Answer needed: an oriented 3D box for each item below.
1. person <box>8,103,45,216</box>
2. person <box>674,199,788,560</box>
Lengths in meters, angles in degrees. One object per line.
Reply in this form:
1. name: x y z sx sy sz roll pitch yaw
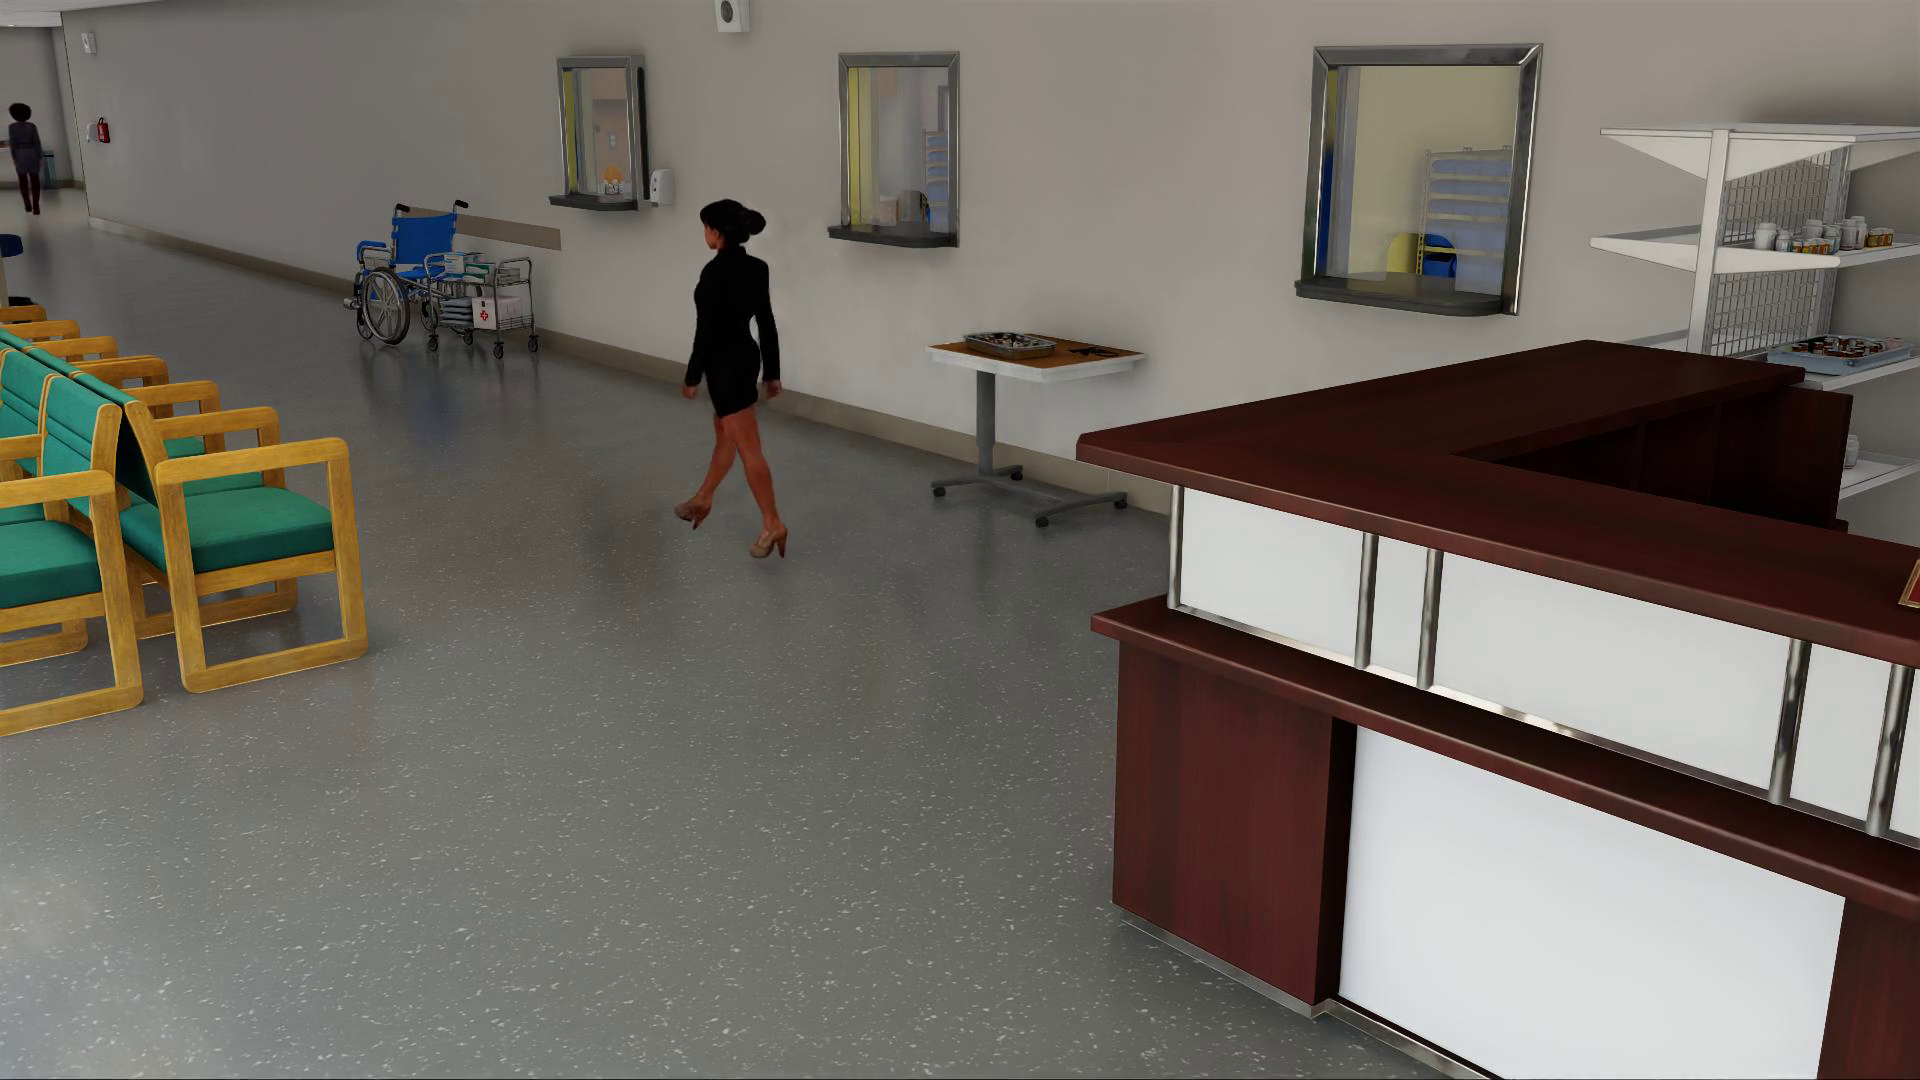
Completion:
1. person: -14.451 -5.889 25.778 0.651 1.701 0.722 -8 18 -27
2. person: -0.942 -0.684 7.488 0.854 1.608 0.999 9 18 29
